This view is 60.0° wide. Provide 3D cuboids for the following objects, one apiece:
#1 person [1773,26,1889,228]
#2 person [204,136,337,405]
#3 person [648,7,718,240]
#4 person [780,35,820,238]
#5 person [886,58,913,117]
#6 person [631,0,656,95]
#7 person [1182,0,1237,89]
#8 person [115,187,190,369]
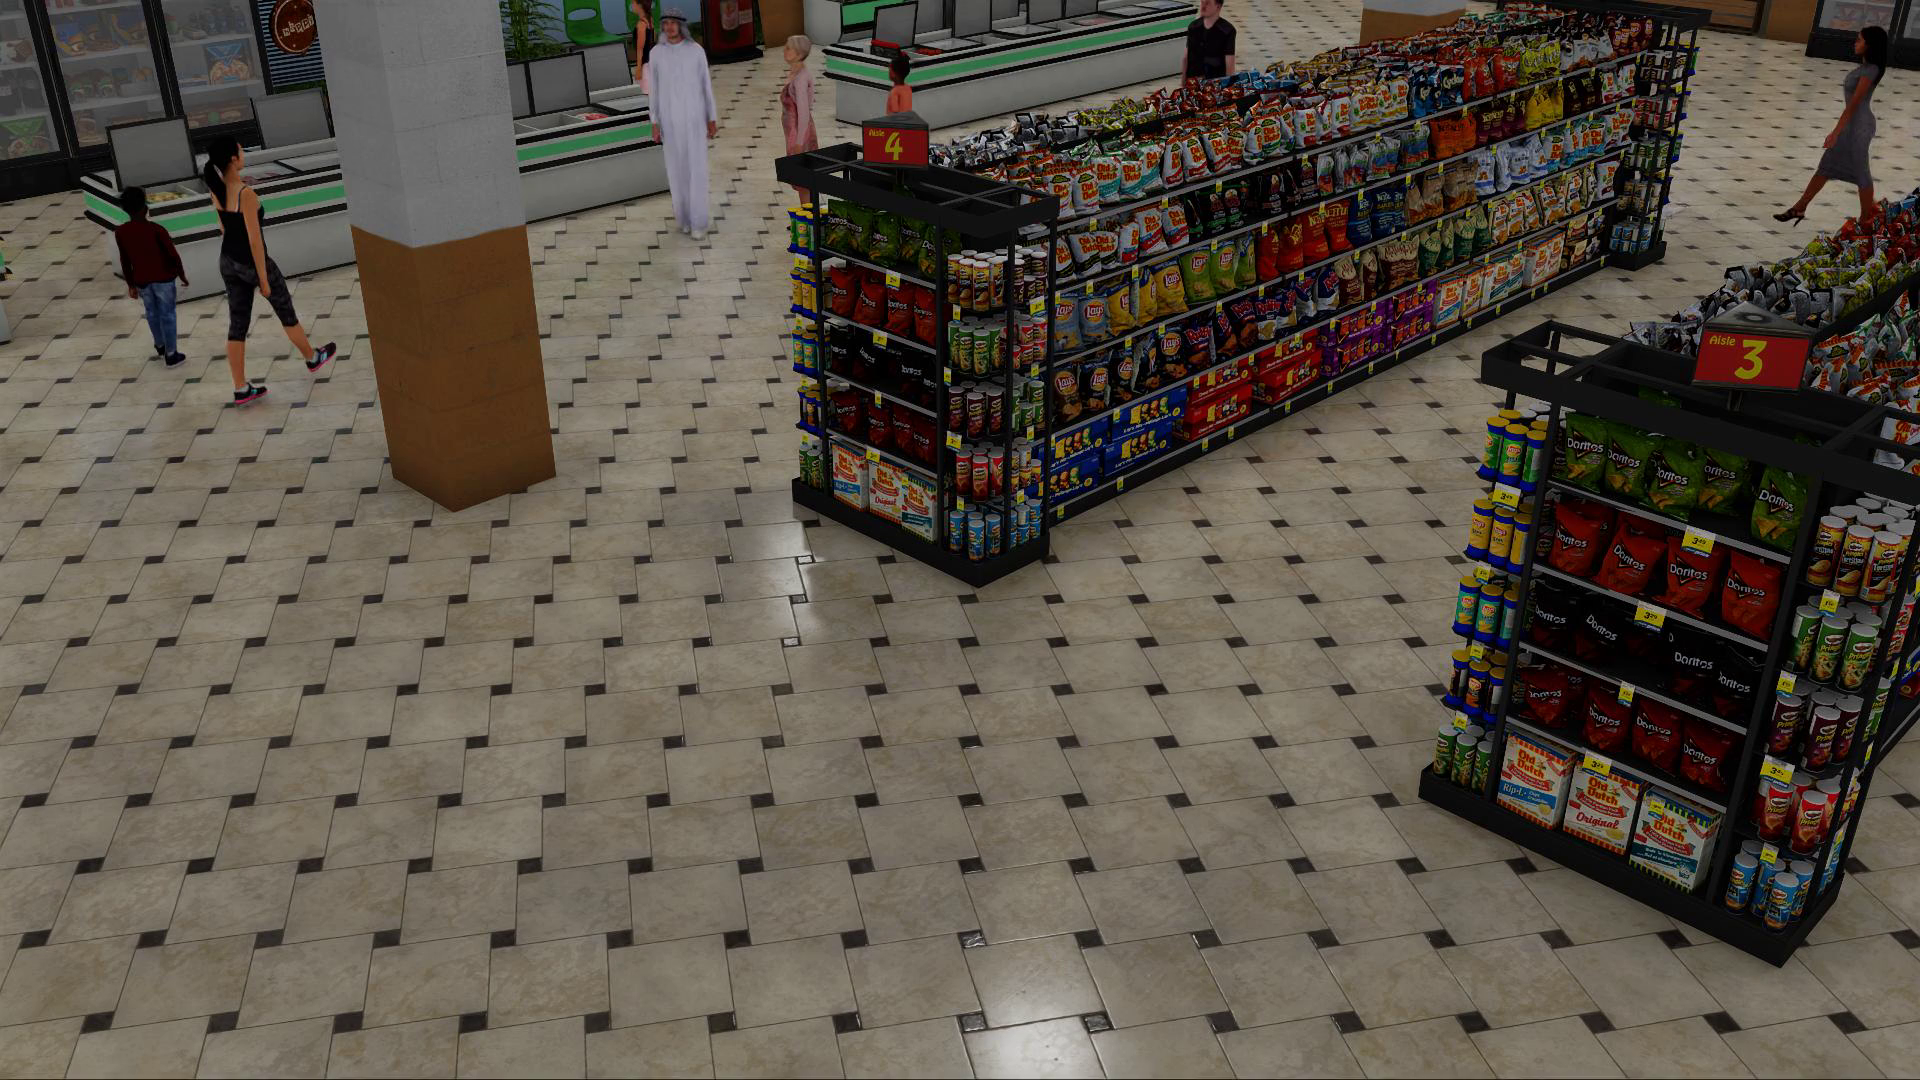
[{"bbox_3d":[7.628,-3.381,13.978,0.926,1.749,1.041,8,28,16],"label":"person"},{"bbox_3d":[-4.669,-1.697,10.718,0.832,1.695,1.156,13,30,23],"label":"person"},{"bbox_3d":[-2.340,-3.569,14.177,0.945,1.905,1.006,1,27,1],"label":"person"},{"bbox_3d":[-1.350,-3.430,14.143,0.719,1.687,0.686,-5,27,-10],"label":"person"},{"bbox_3d":[-0.496,-3.704,15.110,0.587,1.301,0.490,17,31,30],"label":"person"},{"bbox_3d":[-3.136,-4.801,17.008,0.923,1.542,0.944,4,27,8],"label":"person"},{"bbox_3d":[2.285,-4.145,15.378,0.706,1.845,0.559,24,35,39],"label":"person"},{"bbox_3d":[-5.521,-1.771,11.361,0.675,1.245,0.732,-1,27,-3],"label":"person"}]
